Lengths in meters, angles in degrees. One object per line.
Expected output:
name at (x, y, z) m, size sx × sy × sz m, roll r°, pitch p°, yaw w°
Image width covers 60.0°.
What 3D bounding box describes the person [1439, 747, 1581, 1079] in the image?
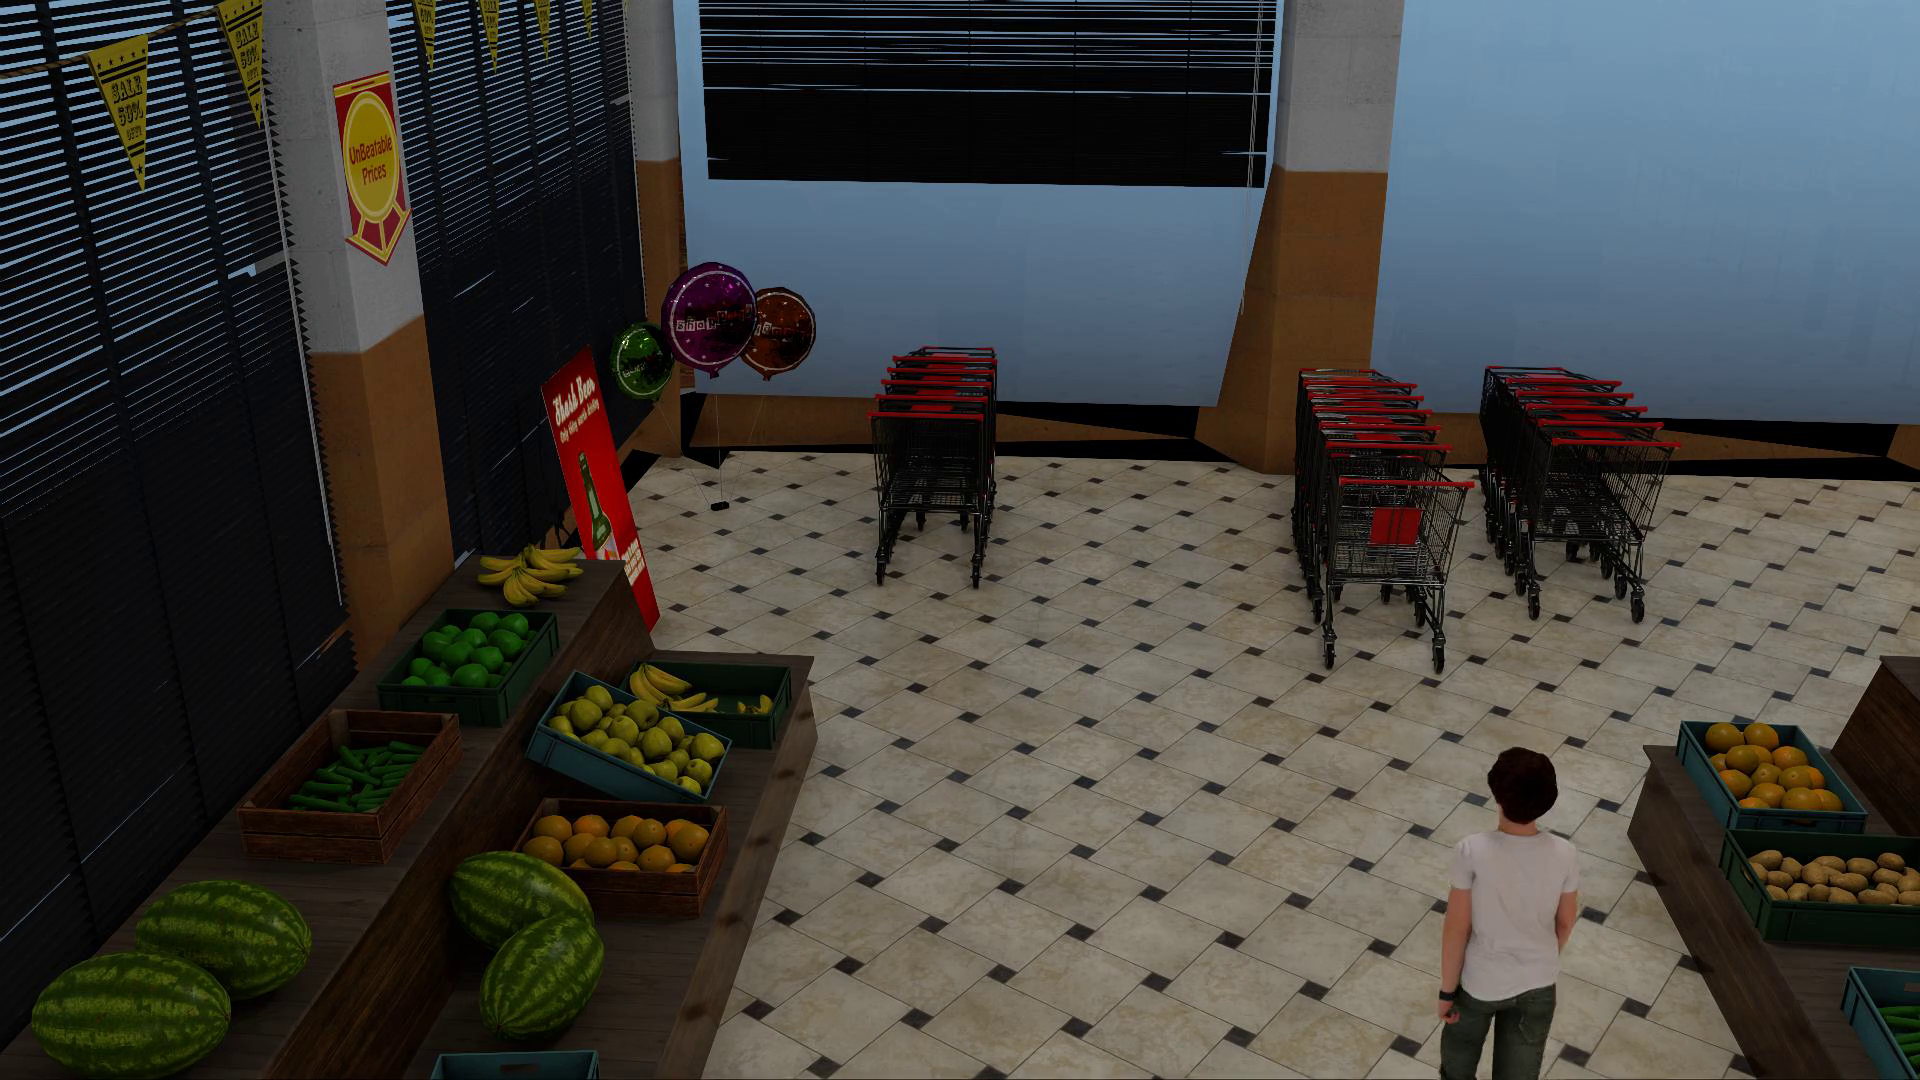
person at (1.740, 1.481, 5.281) m, size 0.663 × 1.609 × 1.174 m, roll 4°, pitch 22°, yaw 11°
